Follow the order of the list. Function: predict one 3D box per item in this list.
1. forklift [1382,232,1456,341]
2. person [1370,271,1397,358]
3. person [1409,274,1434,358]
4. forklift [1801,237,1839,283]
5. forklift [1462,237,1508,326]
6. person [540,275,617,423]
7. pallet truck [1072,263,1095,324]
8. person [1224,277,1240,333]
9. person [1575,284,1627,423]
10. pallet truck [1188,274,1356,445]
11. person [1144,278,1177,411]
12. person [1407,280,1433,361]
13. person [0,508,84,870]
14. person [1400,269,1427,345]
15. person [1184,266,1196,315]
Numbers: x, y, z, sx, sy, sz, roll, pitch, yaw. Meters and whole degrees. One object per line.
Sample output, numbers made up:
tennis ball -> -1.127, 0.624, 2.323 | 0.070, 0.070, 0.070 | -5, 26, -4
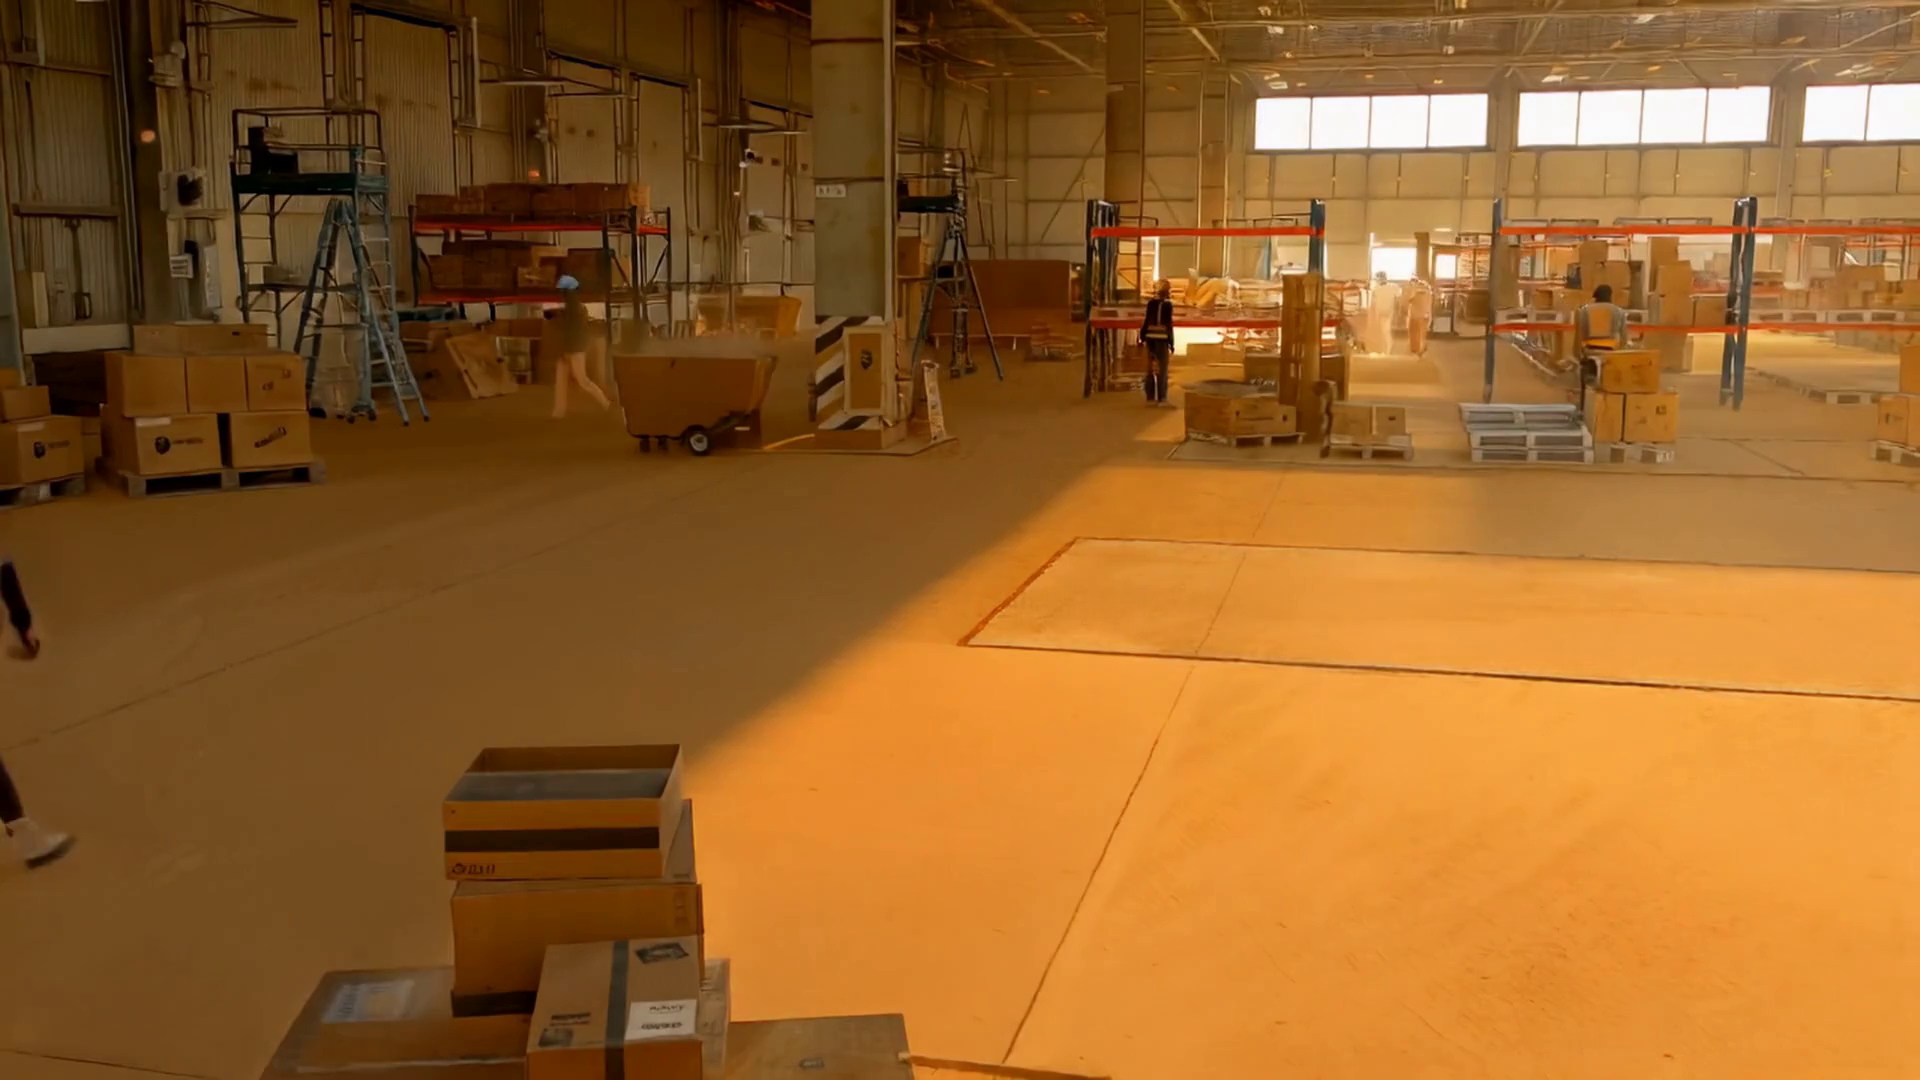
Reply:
forklift -> 11.945, -6.580, 43.146 | 1.873, 2.768, 1.129 | 2, 10, 14
person -> 9.256, -4.925, 36.309 | 0.634, 1.899, 0.970 | 5, 11, 29
person -> 9.985, -4.860, 36.103 | 0.535, 1.832, 0.534 | 0, 10, -2
forklift -> 27.665, -8.357, 53.612 | 1.129, 2.768, 1.873 | 2, 10, 14
forklift -> 16.902, -8.131, 52.281 | 1.873, 2.768, 1.129 | 1, 10, 7
person -> -5.040, -2.514, 21.947 | 0.956, 1.952, 0.605 | -4, 10, -23
pallet truck -> 4.325, -8.180, 55.162 | 0.823, 1.965, 1.885 | 6, 11, 31
person -> 7.495, -6.409, 45.785 | 0.514, 1.641, 0.307 | 7, 12, 36
person -> 8.208, -2.357, 21.339 | 0.626, 1.844, 0.429 | 4, 10, 20
pallet truck -> 3.653, -2.138, 19.590 | 1.885, 1.965, 0.823 | -4, 10, -20
person -> 2.841, -2.766, 23.624 | 0.356, 1.884, 0.574 | -6, 12, -33
person -> 9.674, -4.594, 34.902 | 0.492, 1.705, 0.855 | 0, 10, -1
person -> -3.465, 0.351, 5.891 | 0.819, 1.655, 0.553 | 1, 10, 8
person -> 11.203, -5.716, 40.994 | 0.639, 1.896, 1.030 | -1, 10, -6
person -> 8.176, -8.689, 58.505 | 1.009, 1.887, 0.557 | -1, 10, -3
